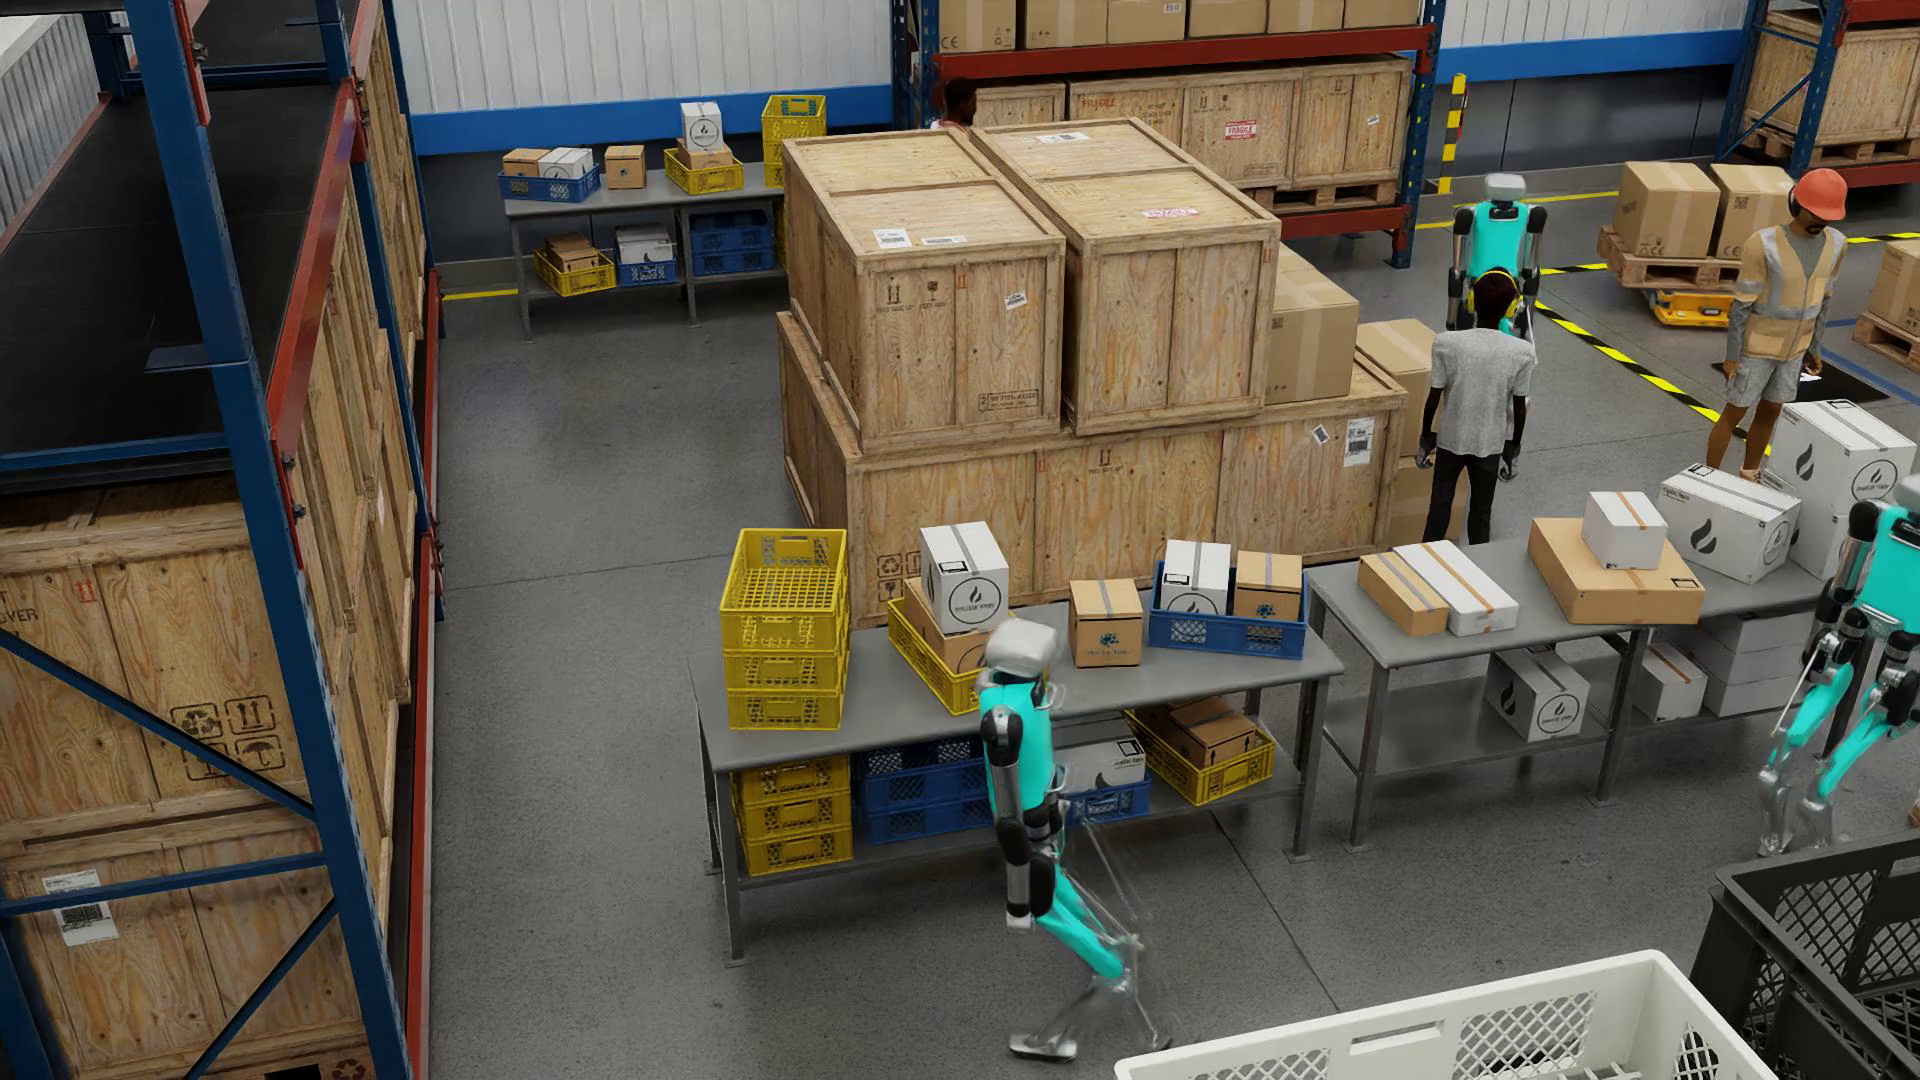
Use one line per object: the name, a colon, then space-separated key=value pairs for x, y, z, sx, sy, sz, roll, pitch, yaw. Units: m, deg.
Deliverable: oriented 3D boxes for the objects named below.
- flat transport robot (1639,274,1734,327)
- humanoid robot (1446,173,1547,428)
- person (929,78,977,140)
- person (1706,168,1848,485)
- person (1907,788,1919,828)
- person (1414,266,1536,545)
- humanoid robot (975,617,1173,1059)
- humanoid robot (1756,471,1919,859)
flat transport robot: x=5.518 y=-1.965 z=12.654 sx=0.652 sy=0.197 sz=1.431 roll=3 pitch=29 yaw=5
humanoid robot: x=3.151 y=-1.225 z=9.826 sx=0.553 sy=1.780 sz=0.898 roll=1 pitch=29 yaw=1
person: x=0.003 y=-2.271 z=11.597 sx=1.051 sy=1.847 sz=0.625 roll=-7 pitch=30 yaw=-12
person: x=4.534 y=-1.068 z=9.229 sx=0.604 sy=2.034 sz=0.386 roll=-6 pitch=29 yaw=-10
person: x=4.308 y=0.433 z=6.713 sx=0.635 sy=1.833 sz=0.429 roll=-9 pitch=30 yaw=-16
person: x=2.539 y=-0.463 z=8.297 sx=0.509 sy=1.872 sz=0.329 roll=8 pitch=30 yaw=14
humanoid robot: x=0.461 y=1.140 z=5.614 sx=0.834 sy=1.873 sz=0.554 roll=5 pitch=29 yaw=10
humanoid robot: x=3.427 y=0.601 z=6.464 sx=0.688 sy=1.764 sz=0.546 roll=-18 pitch=34 yaw=-30
